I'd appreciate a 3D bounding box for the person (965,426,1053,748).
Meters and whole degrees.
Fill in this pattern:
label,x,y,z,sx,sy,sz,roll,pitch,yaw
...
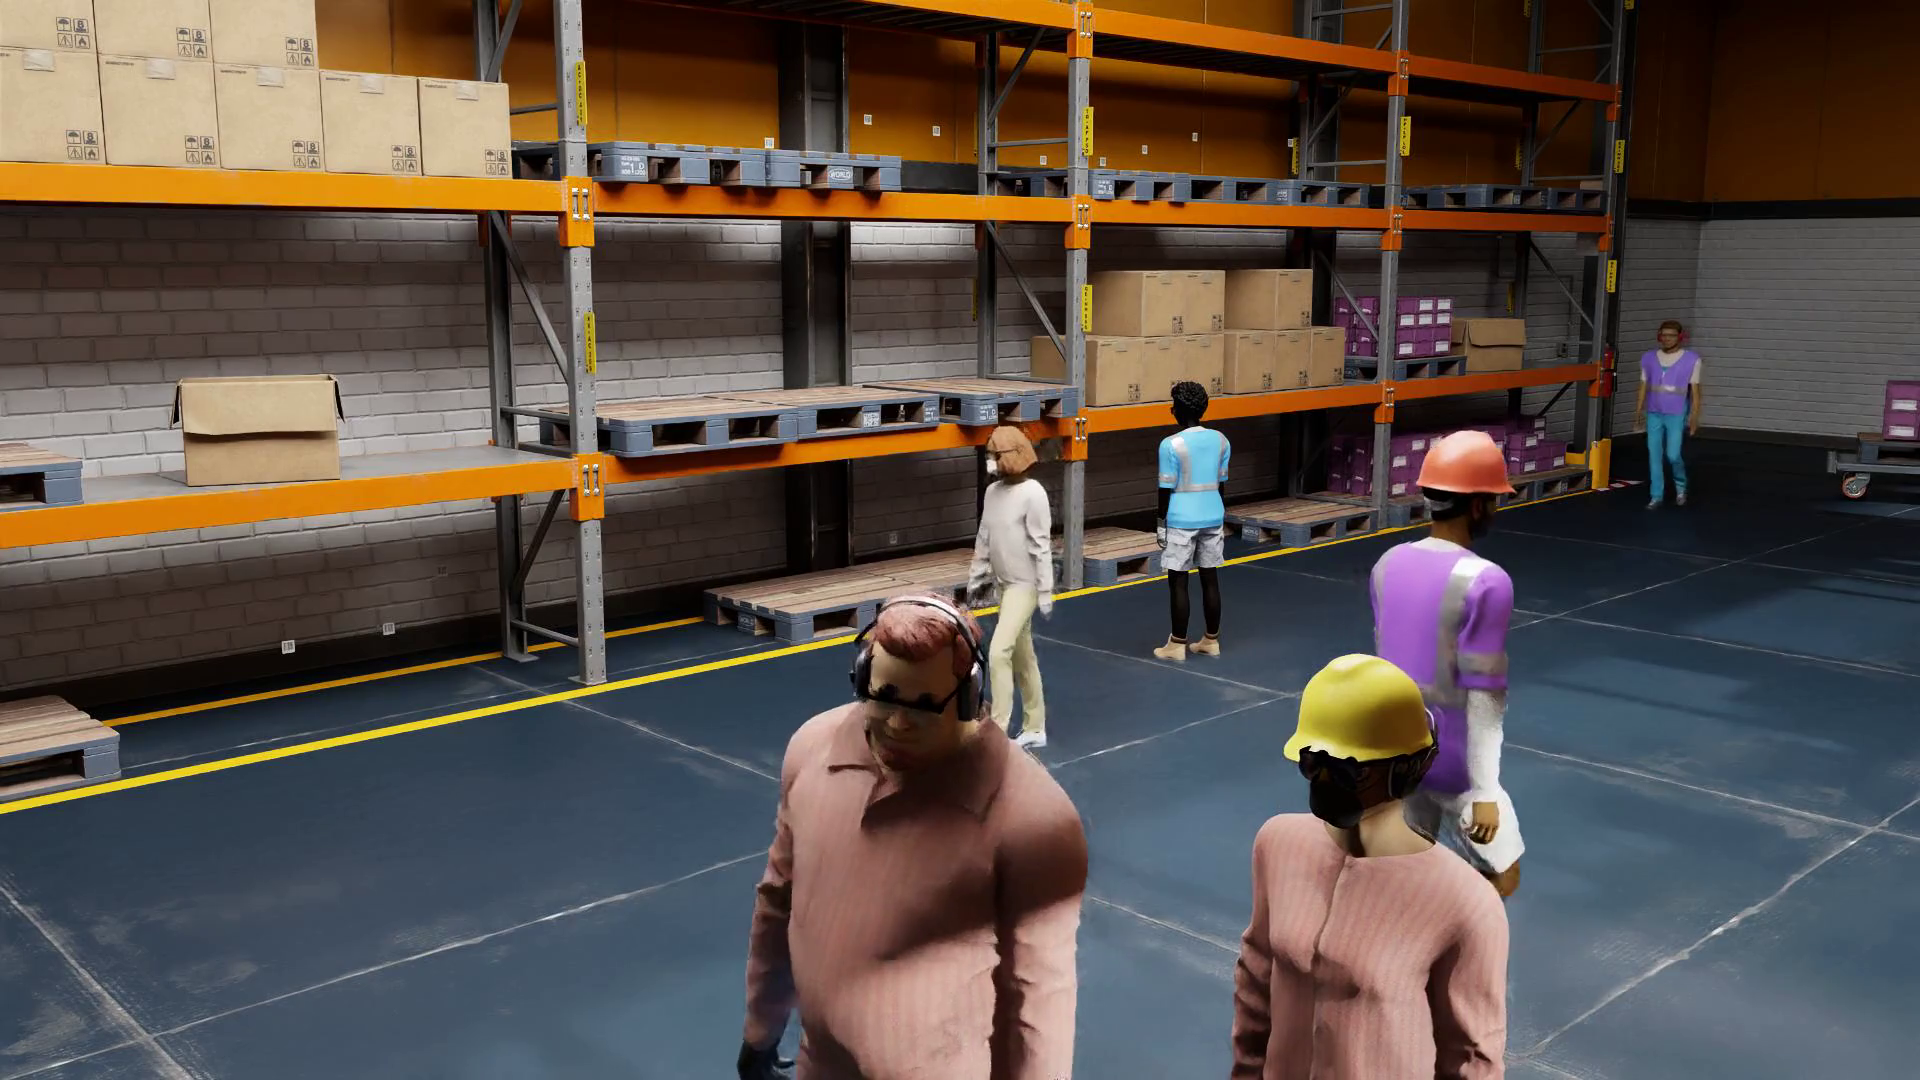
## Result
label,x,y,z,sx,sy,sz,roll,pitch,yaw
person,0.172,0.260,8.052,0.651,1.609,0.537,-5,11,-26

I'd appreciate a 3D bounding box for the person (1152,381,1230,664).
label,x,y,z,sx,sy,sz,roll,pitch,yaw
person,1.385,-0.102,9.960,0.534,1.694,0.321,-6,12,-33

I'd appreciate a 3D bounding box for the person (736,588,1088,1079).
label,x,y,z,sx,sy,sz,roll,pitch,yaw
person,-0.059,0.971,3.170,0.723,1.864,0.777,8,13,39

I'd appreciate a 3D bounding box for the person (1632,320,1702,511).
label,x,y,z,sx,sy,sz,roll,pitch,yaw
person,6.756,-1.189,15.903,0.430,1.829,0.577,-9,14,-44

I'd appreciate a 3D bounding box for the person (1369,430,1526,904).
label,x,y,z,sx,sy,sz,roll,pitch,yaw
person,1.447,0.636,4.949,0.404,1.922,0.575,-5,11,-26

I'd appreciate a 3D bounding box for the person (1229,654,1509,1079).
label,x,y,z,sx,sy,sz,roll,pitch,yaw
person,0.683,1.063,2.921,0.312,1.768,0.529,-9,13,-42
